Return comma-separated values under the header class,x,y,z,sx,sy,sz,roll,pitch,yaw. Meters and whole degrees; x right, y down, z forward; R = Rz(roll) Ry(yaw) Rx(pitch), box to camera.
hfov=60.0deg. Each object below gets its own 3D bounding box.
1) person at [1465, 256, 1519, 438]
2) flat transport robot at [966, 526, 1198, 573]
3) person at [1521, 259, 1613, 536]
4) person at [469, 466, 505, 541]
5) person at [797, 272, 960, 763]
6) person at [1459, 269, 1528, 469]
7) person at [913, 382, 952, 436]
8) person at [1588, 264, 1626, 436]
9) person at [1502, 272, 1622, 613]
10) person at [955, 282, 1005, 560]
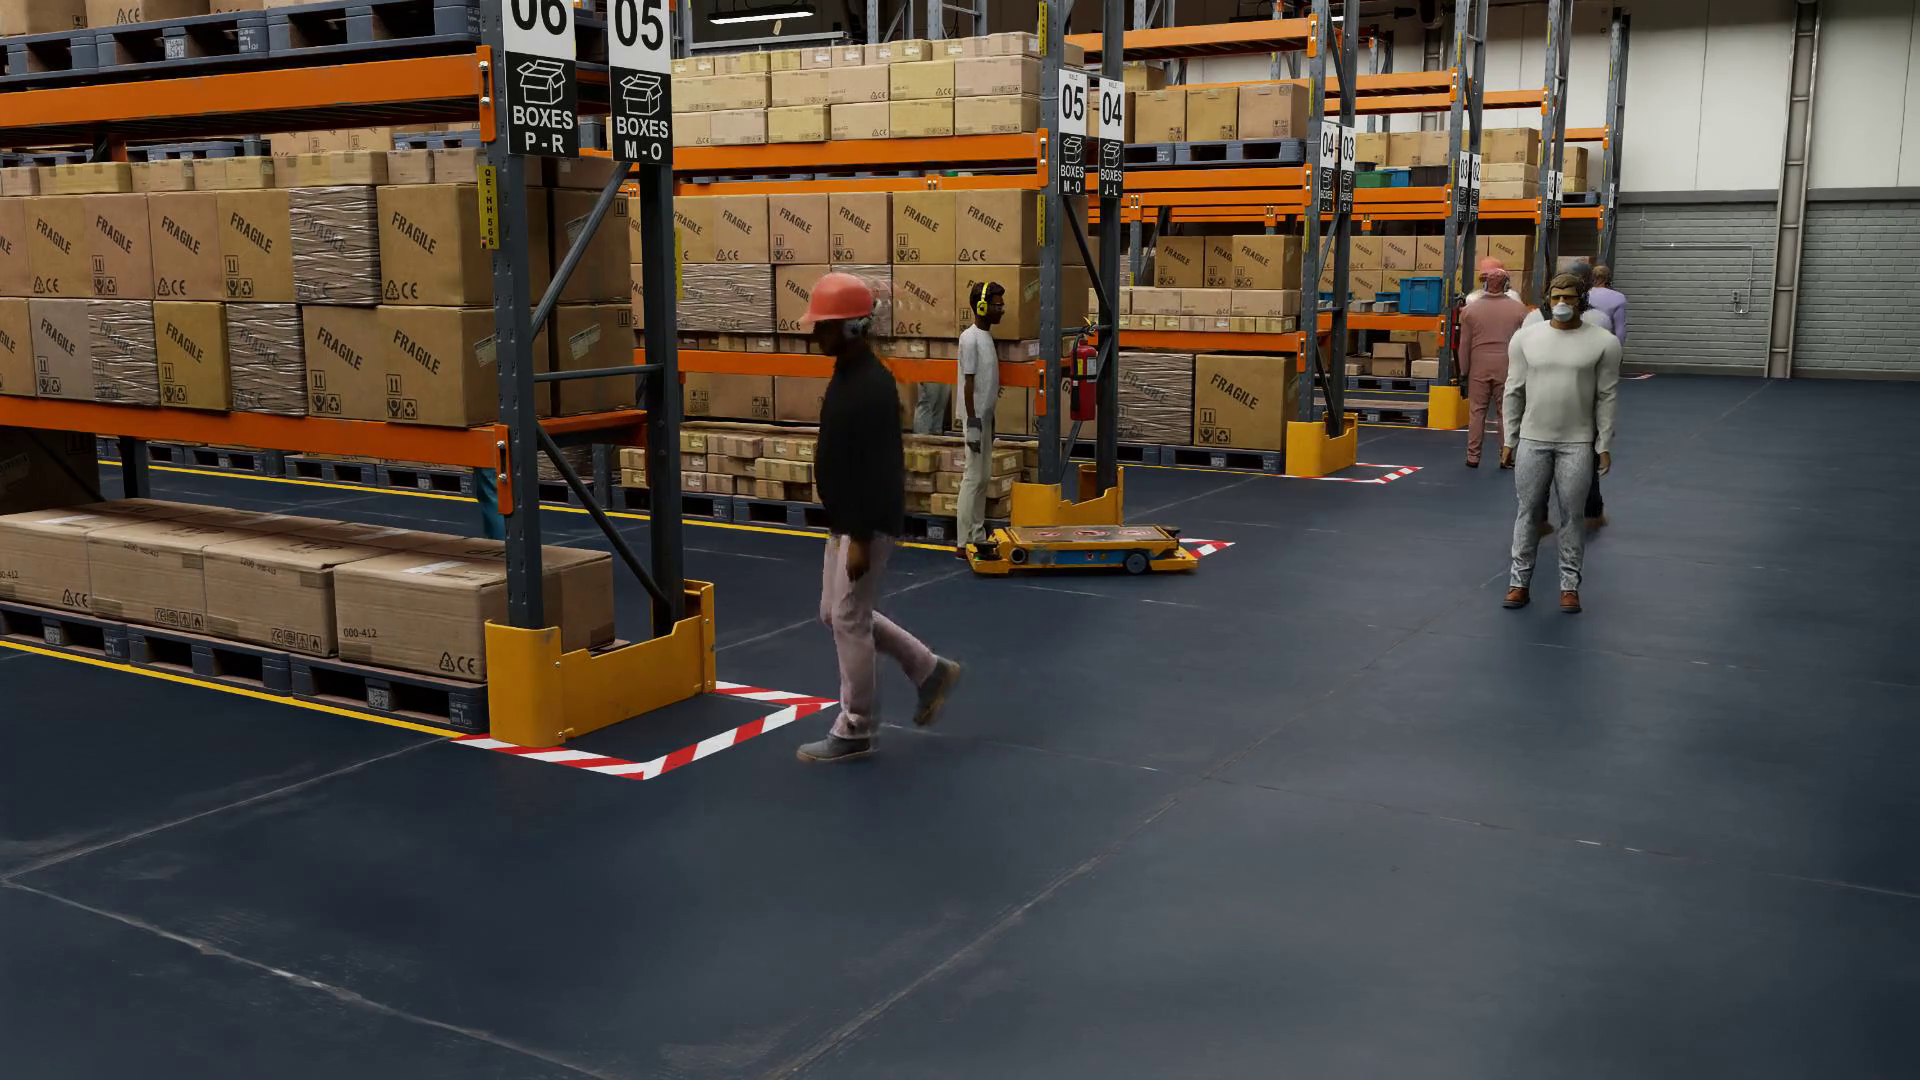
class,x,y,z,sx,sy,sz,roll,pitch,yaw
person,5.932,-2.141,18.559,0.610,2.028,0.742,6,11,31
flat transport robot,0.778,0.051,10.856,1.431,0.197,0.652,-1,10,-5
person,4.484,-1.062,12.199,0.702,2.000,0.908,9,13,41
person,-2.949,-0.660,10.469,0.417,1.833,0.562,2,10,11
person,-0.335,-0.083,6.692,0.635,1.971,0.625,-3,10,-18
person,5.109,-1.635,15.945,0.639,1.910,0.406,3,10,19
person,-0.235,-1.688,16.172,0.369,1.936,0.630,6,11,32
person,7.167,-2.127,18.746,0.627,1.937,0.370,6,12,32
person,3.421,-0.554,9.525,0.627,1.941,0.371,4,11,24
person,0.147,-0.786,11.126,0.333,1.860,0.509,3,10,16
